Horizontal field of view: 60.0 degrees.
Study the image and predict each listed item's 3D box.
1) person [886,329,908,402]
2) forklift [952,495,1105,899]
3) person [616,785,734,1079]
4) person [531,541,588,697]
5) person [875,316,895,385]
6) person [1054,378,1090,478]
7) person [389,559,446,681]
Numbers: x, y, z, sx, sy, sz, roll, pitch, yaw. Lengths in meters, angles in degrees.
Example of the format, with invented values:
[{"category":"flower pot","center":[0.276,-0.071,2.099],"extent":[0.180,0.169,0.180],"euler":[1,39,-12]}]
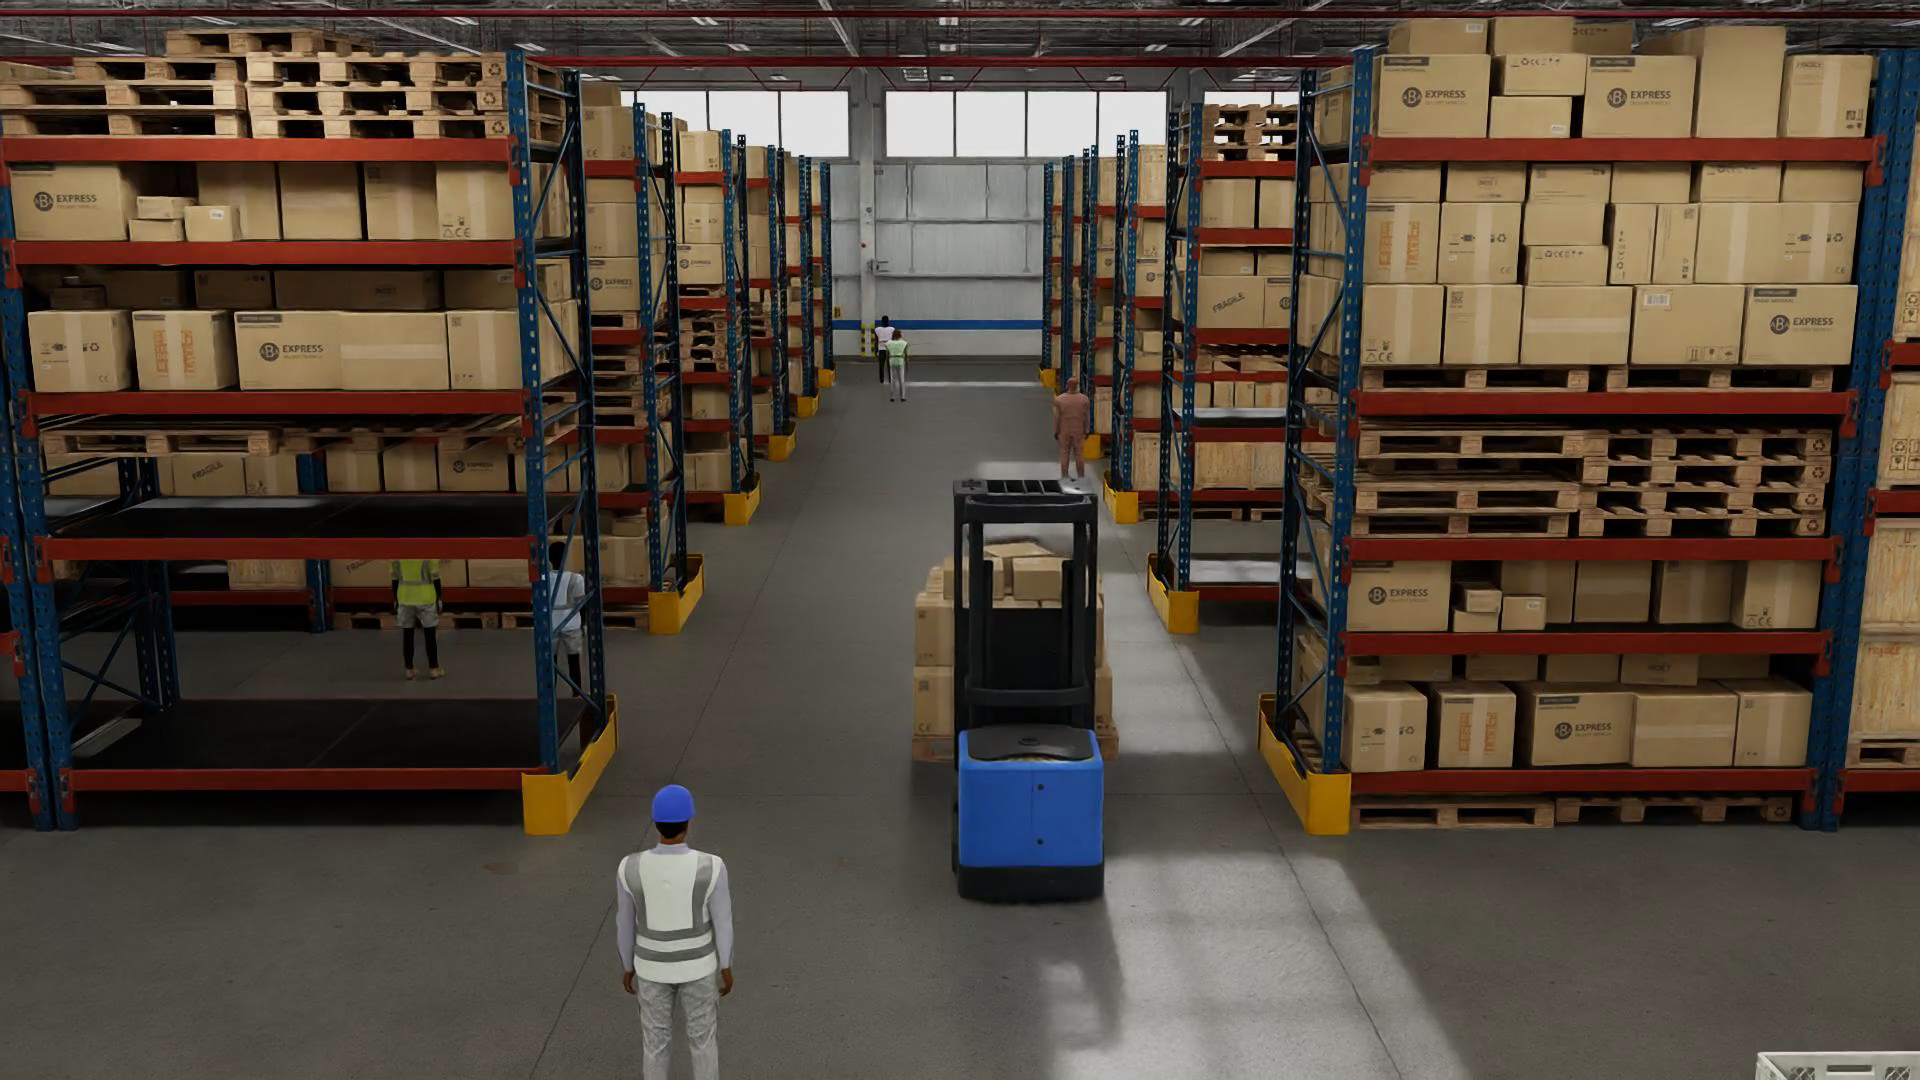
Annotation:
[{"category":"person","center":[-1.602,-4.429,42.224],"extent":[0.570,1.843,0.373],"euler":[0,11,-1]},{"category":"forklift","center":[0.500,1.054,12.478],"extent":[1.129,2.768,1.873],"euler":[0,11,-1]},{"category":"person","center":[-1.508,2.251,8.869],"extent":[0.615,1.942,0.407],"euler":[0,11,-1]},{"category":"person","center":[-3.939,0.851,16.421],"extent":[0.540,1.697,0.317],"euler":[0,11,-1]},{"category":"person","center":[-2.071,-5.268,46.208],"extent":[0.597,1.915,0.369],"euler":[0,11,-1]},{"category":"person","center":[2.007,-1.963,29.858],"extent":[0.651,1.904,0.402],"euler":[0,11,-1]},{"category":"person","center":[-5.696,0.640,17.469],"extent":[0.540,1.697,0.317],"euler":[0,11,-1]}]
